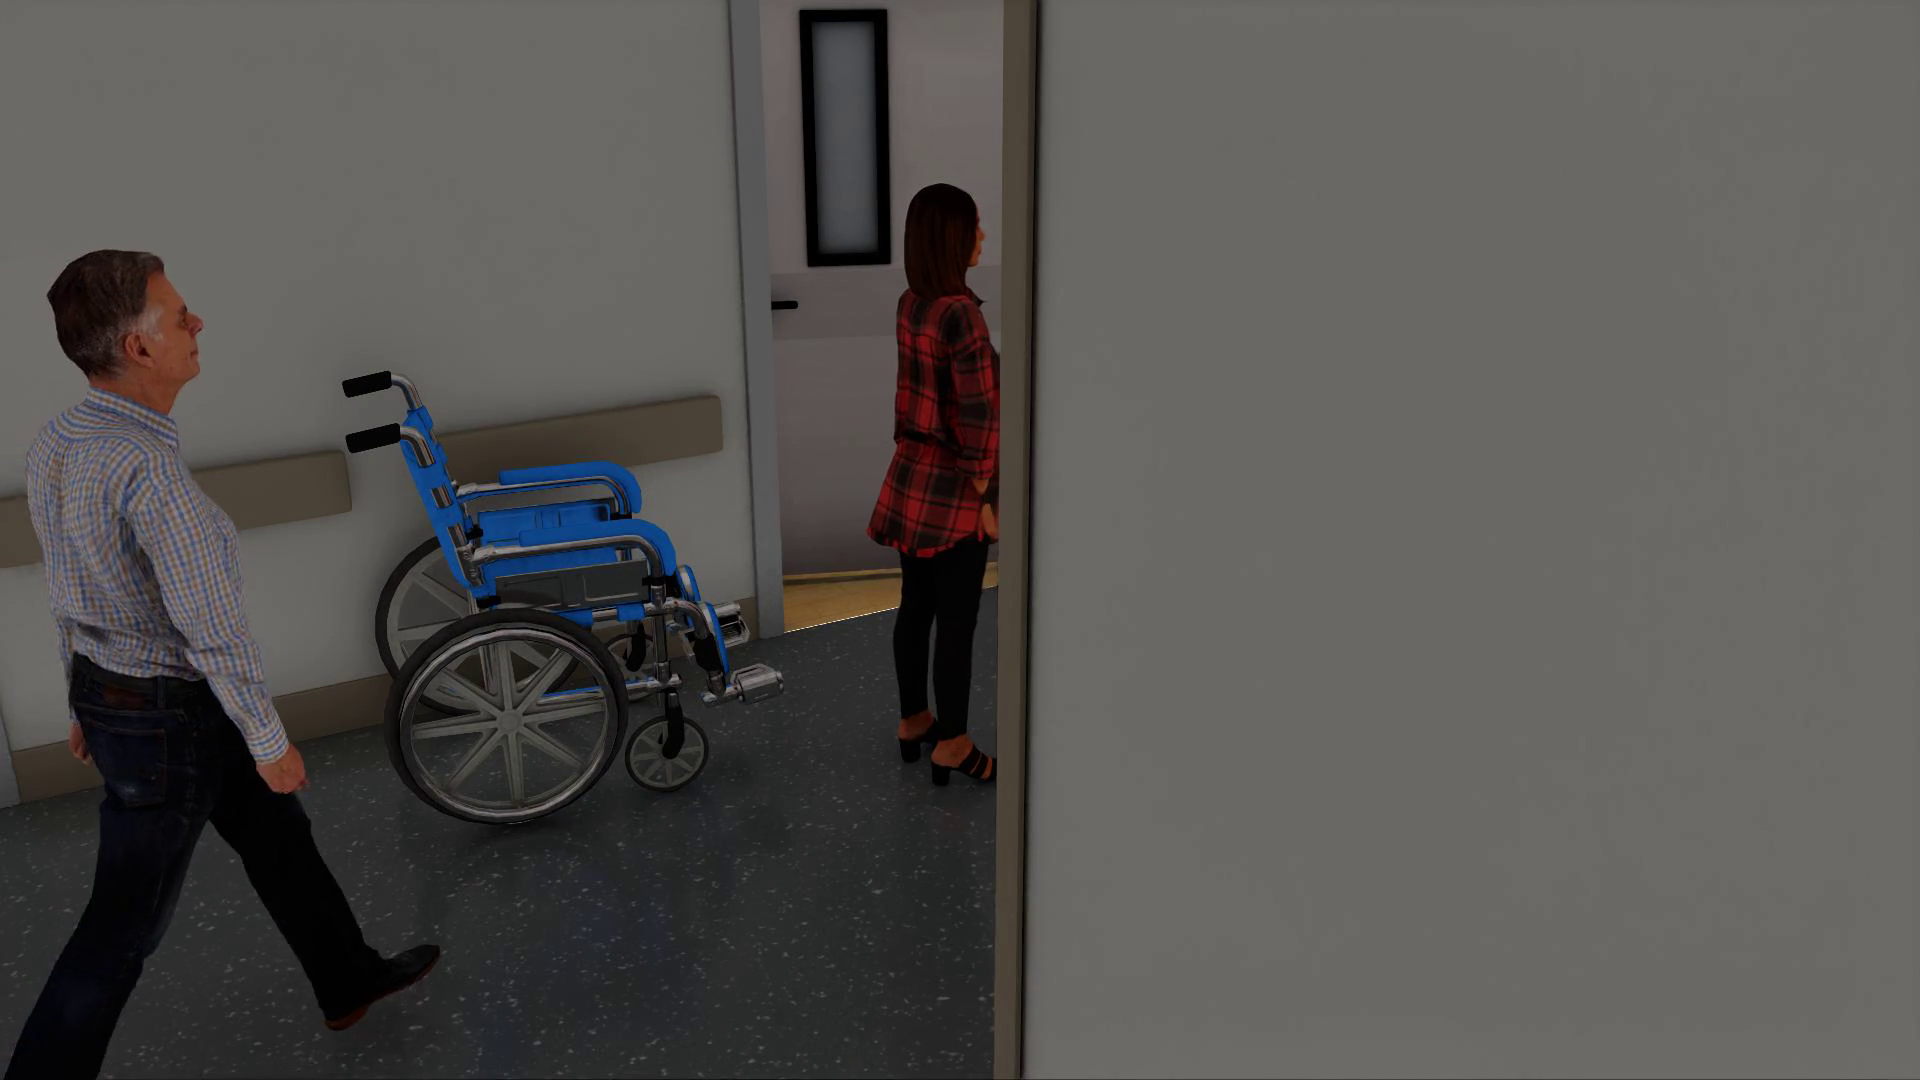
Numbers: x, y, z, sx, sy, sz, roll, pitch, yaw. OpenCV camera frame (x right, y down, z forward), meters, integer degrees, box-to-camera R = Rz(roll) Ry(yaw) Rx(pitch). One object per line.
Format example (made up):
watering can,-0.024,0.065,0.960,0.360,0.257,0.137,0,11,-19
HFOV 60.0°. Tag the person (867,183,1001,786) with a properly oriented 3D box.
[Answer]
person,-0.048,-0.138,4.654,0.544,1.702,0.602,-11,23,-26

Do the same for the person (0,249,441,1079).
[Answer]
person,-1.608,0.381,3.184,1.254,1.773,0.864,-18,27,-40
